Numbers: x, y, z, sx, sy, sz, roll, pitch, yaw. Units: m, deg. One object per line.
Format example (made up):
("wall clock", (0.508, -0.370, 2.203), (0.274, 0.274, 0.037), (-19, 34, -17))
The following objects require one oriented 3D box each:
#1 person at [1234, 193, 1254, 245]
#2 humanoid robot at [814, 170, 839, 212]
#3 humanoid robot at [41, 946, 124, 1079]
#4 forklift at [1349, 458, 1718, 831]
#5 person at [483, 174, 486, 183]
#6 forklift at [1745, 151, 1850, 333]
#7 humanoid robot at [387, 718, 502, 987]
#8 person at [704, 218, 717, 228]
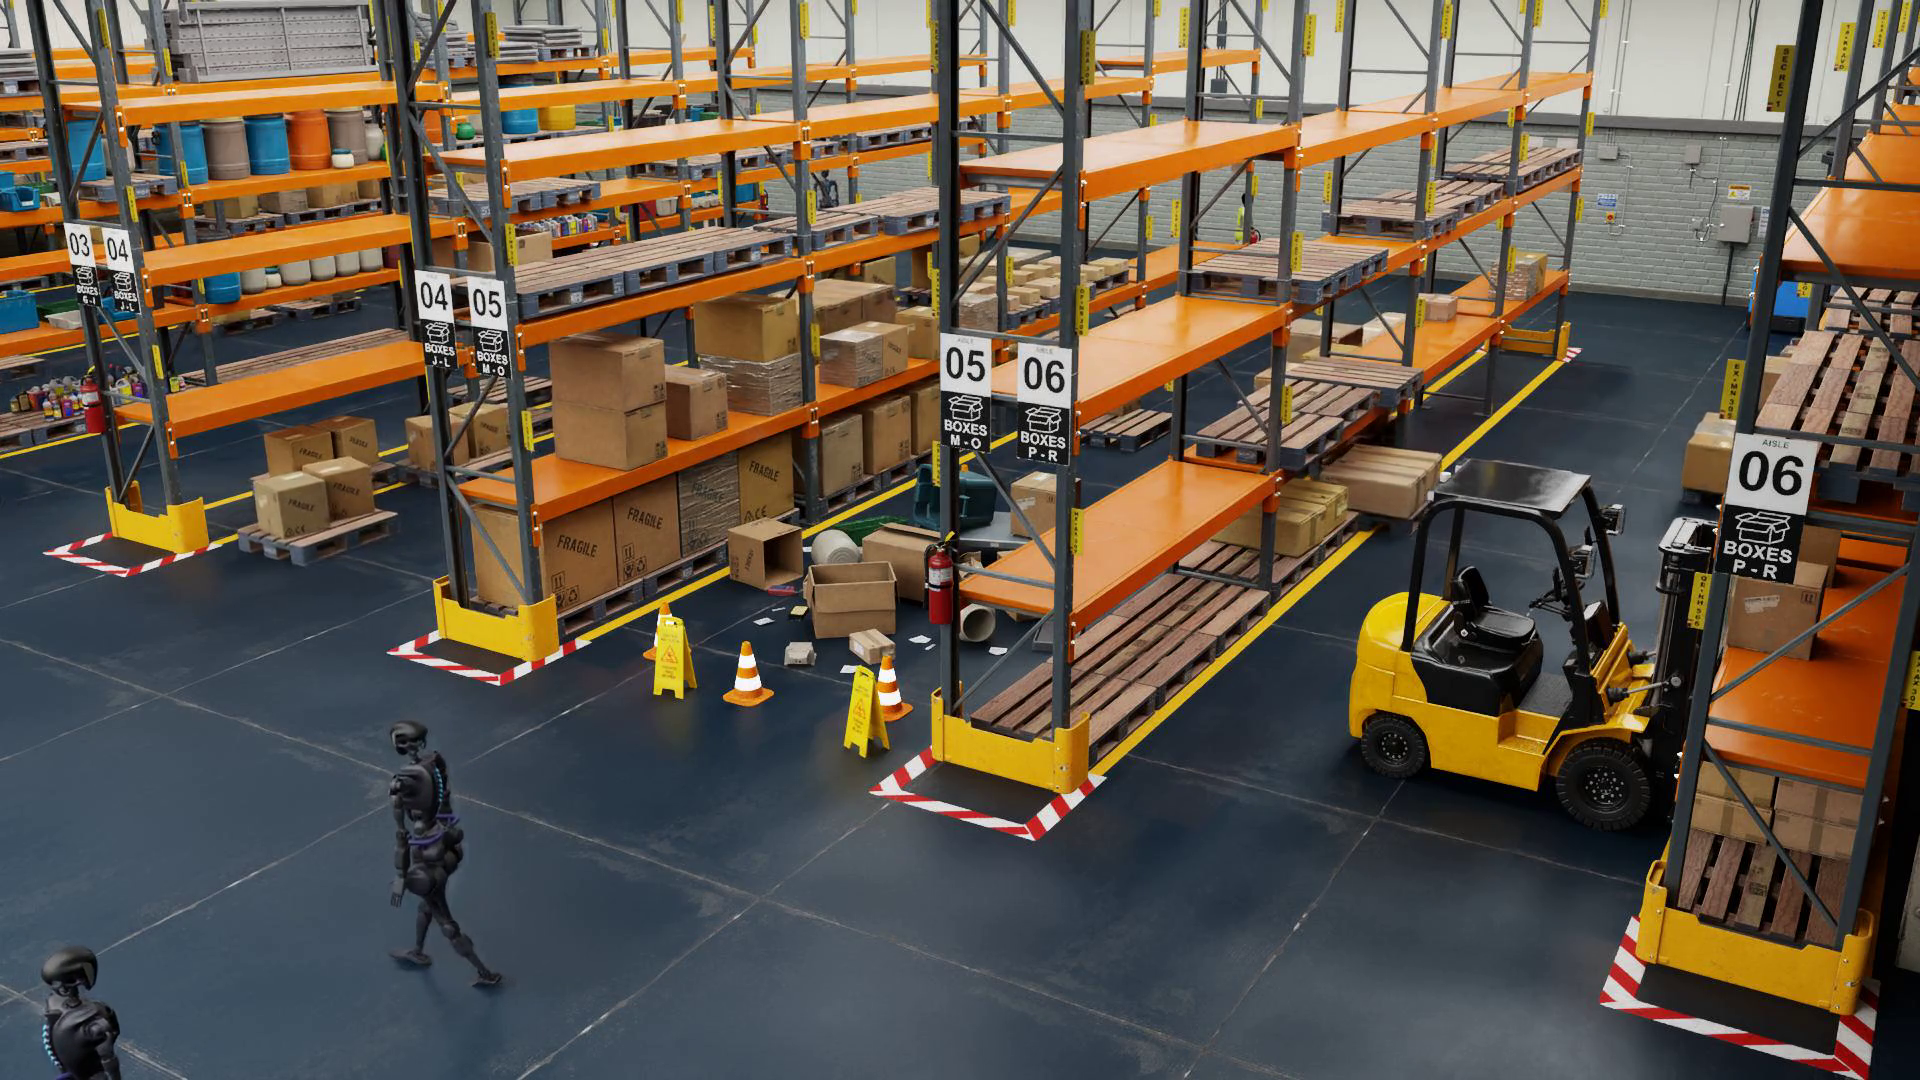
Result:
("person", (5.187, -5.514, 30.387), (0.321, 1.686, 0.537), (-2, 19, -7))
("humanoid robot", (-2.738, -6.865, 34.381), (0.611, 1.644, 0.733), (-9, 21, -25))
("humanoid robot", (-3.743, 2.497, 7.250), (0.585, 1.641, 0.483), (13, 23, 32))
("forklift", (3.988, 0.658, 11.776), (2.313, 2.155, 1.214), (11, 22, 29))
("person", (-10.399, -7.746, 36.661), (0.329, 1.803, 0.536), (13, 23, 33))
("forklift", (13.620, -4.667, 26.137), (1.873, 2.768, 1.129), (11, 22, 29))
("humanoid robot", (-2.987, 1.778, 9.412), (0.769, 1.644, 0.611), (4, 19, 12))
("person", (-5.236, -7.063, 34.866), (0.491, 1.688, 0.347), (-6, 20, -17))
